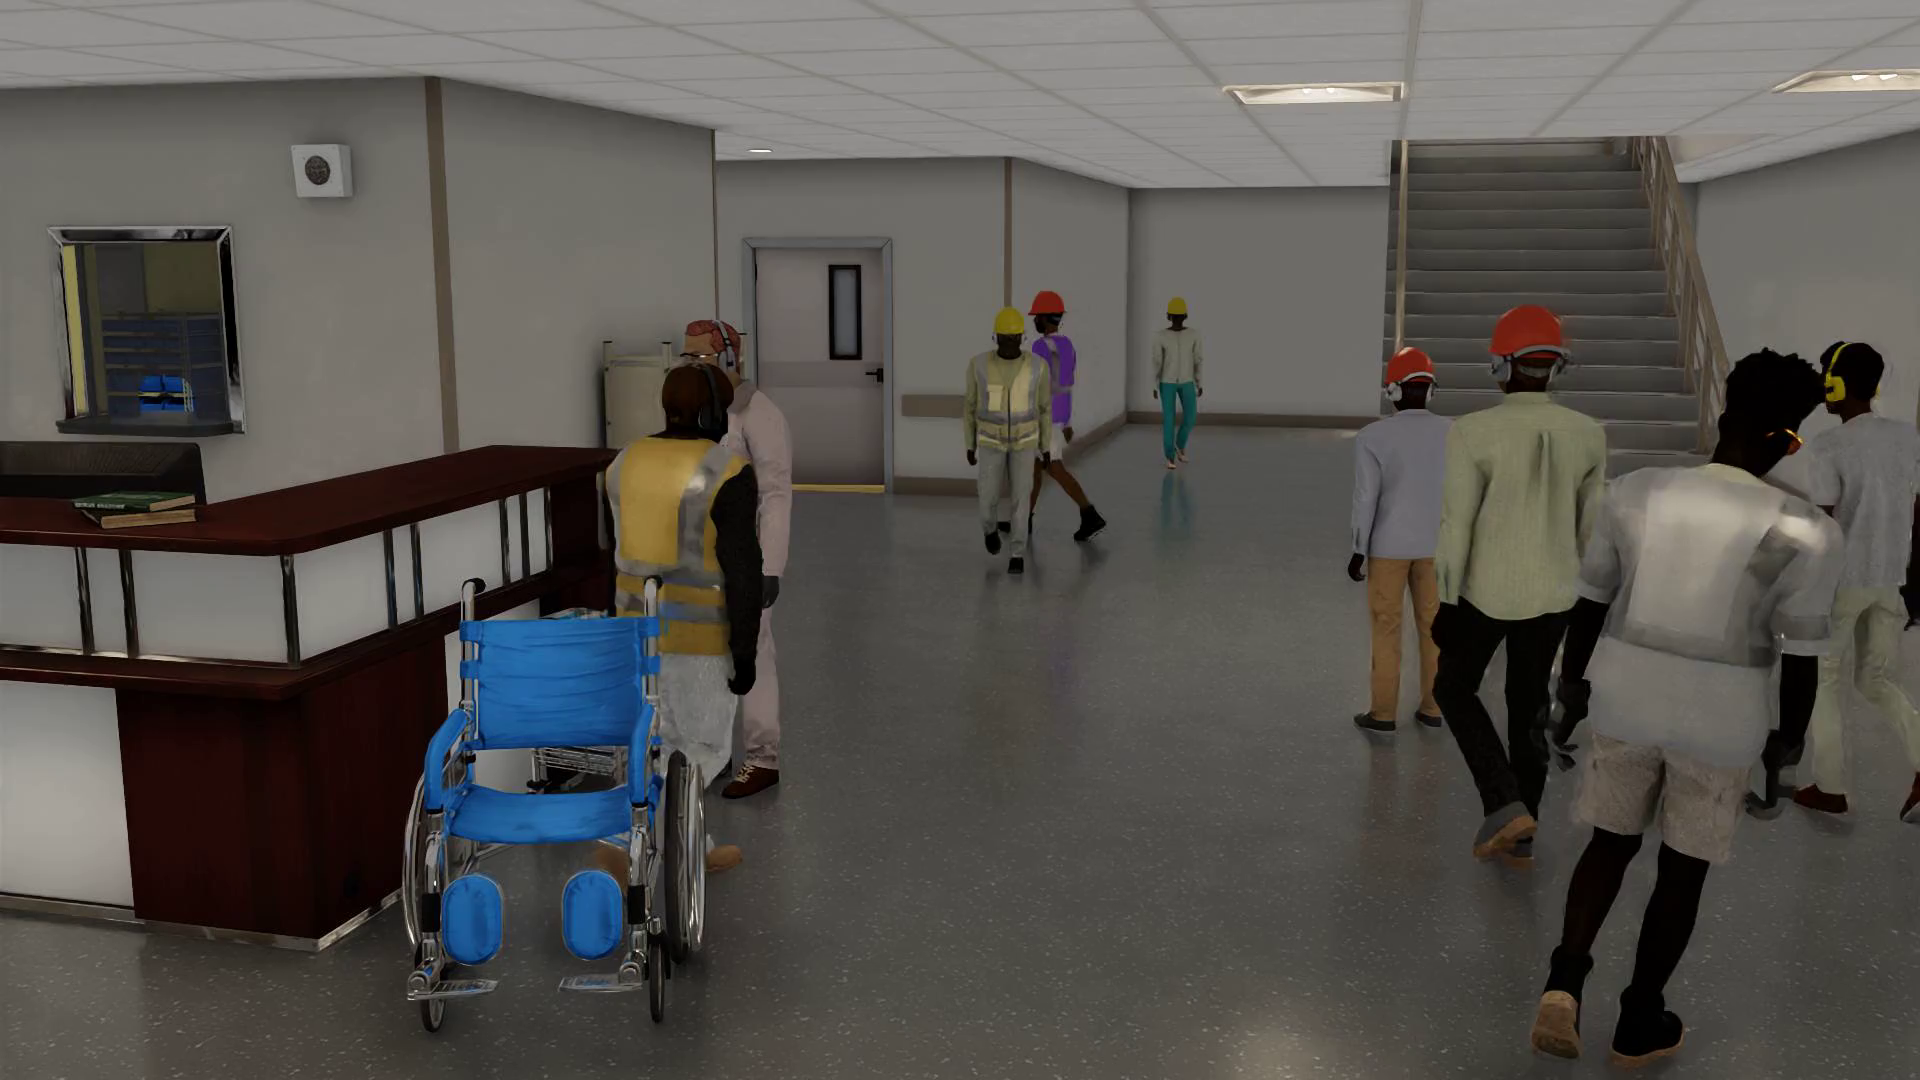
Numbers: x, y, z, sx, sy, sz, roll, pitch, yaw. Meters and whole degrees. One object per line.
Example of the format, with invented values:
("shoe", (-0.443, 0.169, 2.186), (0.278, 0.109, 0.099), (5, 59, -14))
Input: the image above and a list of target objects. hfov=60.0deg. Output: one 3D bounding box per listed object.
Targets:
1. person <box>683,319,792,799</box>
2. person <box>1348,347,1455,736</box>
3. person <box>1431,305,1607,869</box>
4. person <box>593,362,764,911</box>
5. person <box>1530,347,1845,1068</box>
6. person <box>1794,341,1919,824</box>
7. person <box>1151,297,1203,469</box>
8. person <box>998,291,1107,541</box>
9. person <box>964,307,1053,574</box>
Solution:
("person", (-0.965, 0.074, 6.668), (0.651, 1.906, 0.401), (9, 13, 42))
("person", (2.013, 0.006, 7.527), (0.573, 1.746, 0.347), (-2, 10, -12))
("person", (1.940, 0.180, 5.801), (0.637, 1.983, 0.466), (-2, 10, -12))
("person", (-0.968, 0.330, 5.458), (0.639, 1.816, 0.718), (7, 12, 35))
("person", (1.832, 0.474, 4.255), (0.679, 1.927, 0.652), (9, 13, 41))
("person", (3.446, 0.185, 6.222), (0.558, 1.839, 0.632), (-3, 10, -15))
("person", (2.212, -1.597, 16.966), (0.540, 1.750, 0.387), (-1, 10, -6))
("person", (0.727, -0.951, 12.719), (0.948, 1.906, 0.542), (5, 11, 25))
("person", (0.330, -0.687, 11.401), (0.608, 1.819, 0.557), (0, 10, -1))
